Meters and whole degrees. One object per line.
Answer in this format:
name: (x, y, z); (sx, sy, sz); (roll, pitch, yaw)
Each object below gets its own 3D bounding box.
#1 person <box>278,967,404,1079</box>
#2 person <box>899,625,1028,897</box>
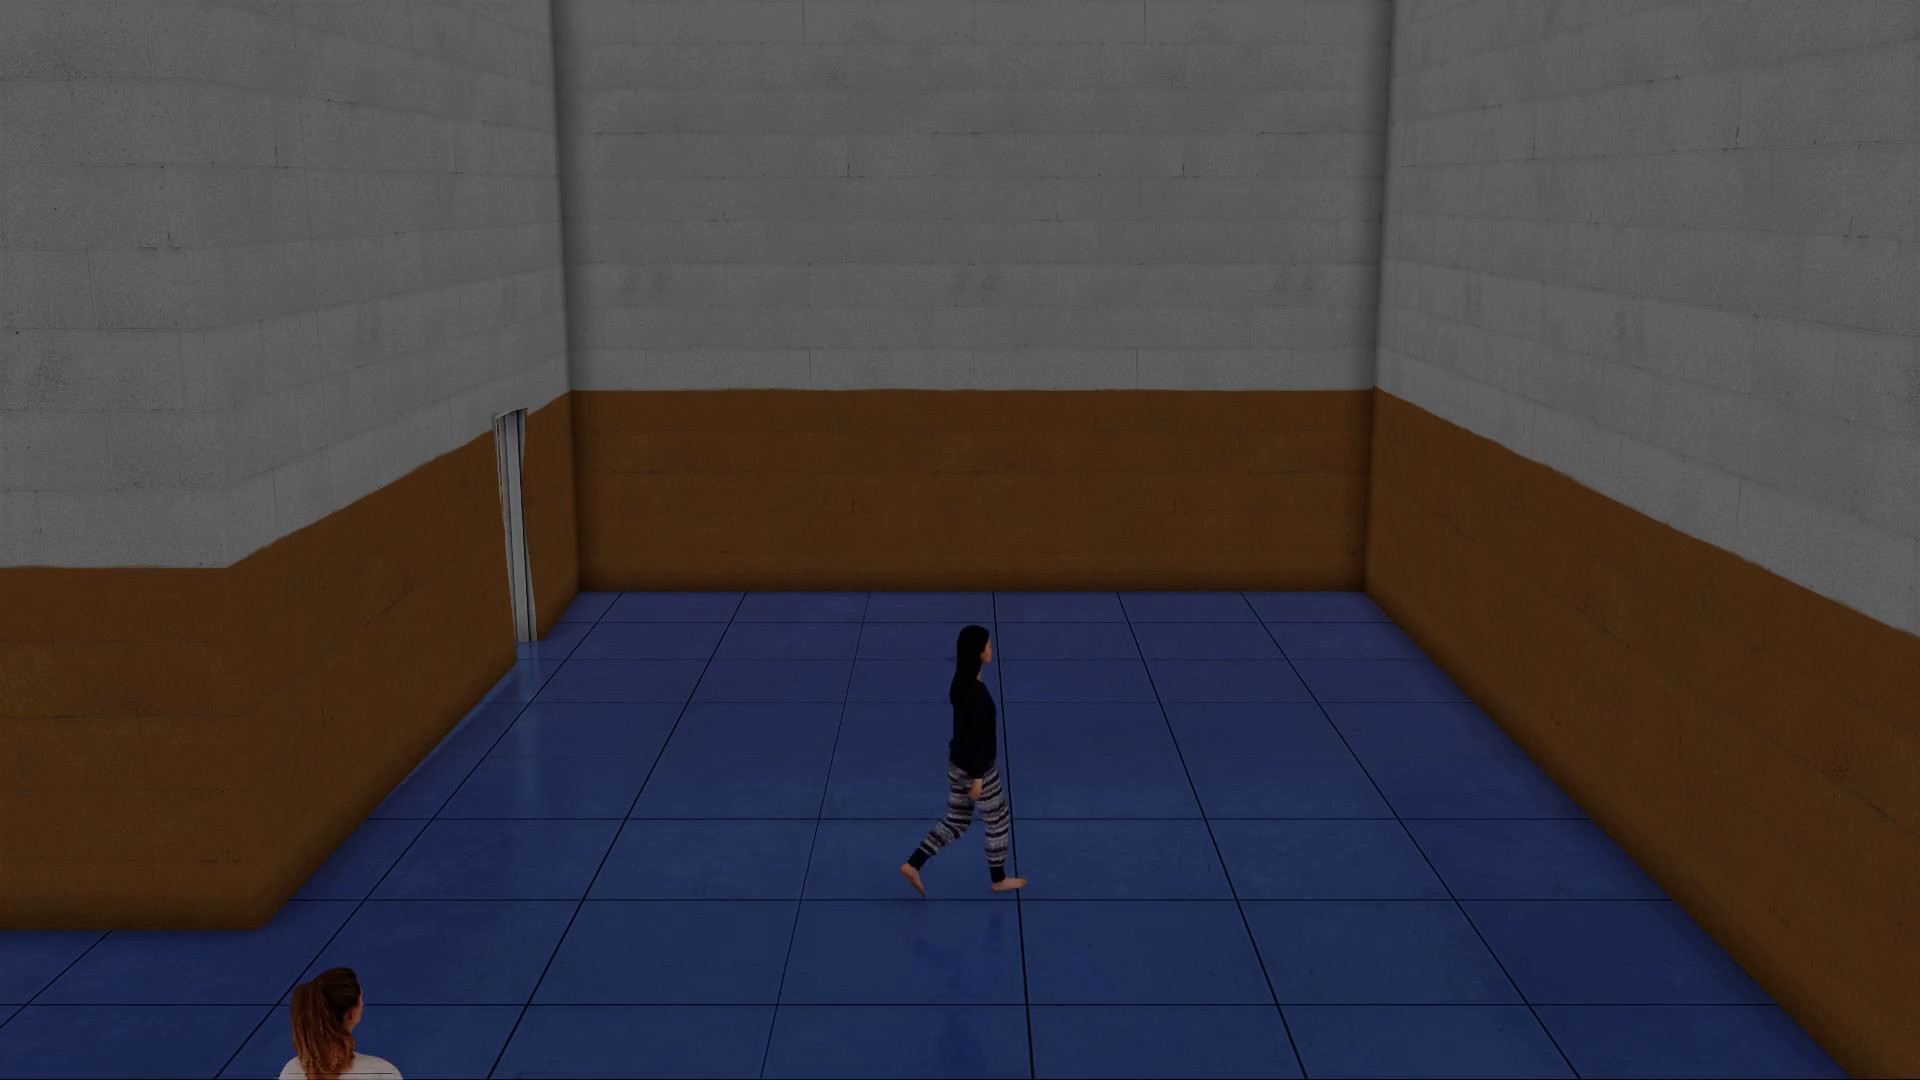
person: (-2.064, 2.300, 5.574); (1.134, 1.688, 0.891); (4, 12, 17)
person: (0.000, 1.357, 10.003); (1.122, 1.708, 0.869); (-5, 13, -21)
